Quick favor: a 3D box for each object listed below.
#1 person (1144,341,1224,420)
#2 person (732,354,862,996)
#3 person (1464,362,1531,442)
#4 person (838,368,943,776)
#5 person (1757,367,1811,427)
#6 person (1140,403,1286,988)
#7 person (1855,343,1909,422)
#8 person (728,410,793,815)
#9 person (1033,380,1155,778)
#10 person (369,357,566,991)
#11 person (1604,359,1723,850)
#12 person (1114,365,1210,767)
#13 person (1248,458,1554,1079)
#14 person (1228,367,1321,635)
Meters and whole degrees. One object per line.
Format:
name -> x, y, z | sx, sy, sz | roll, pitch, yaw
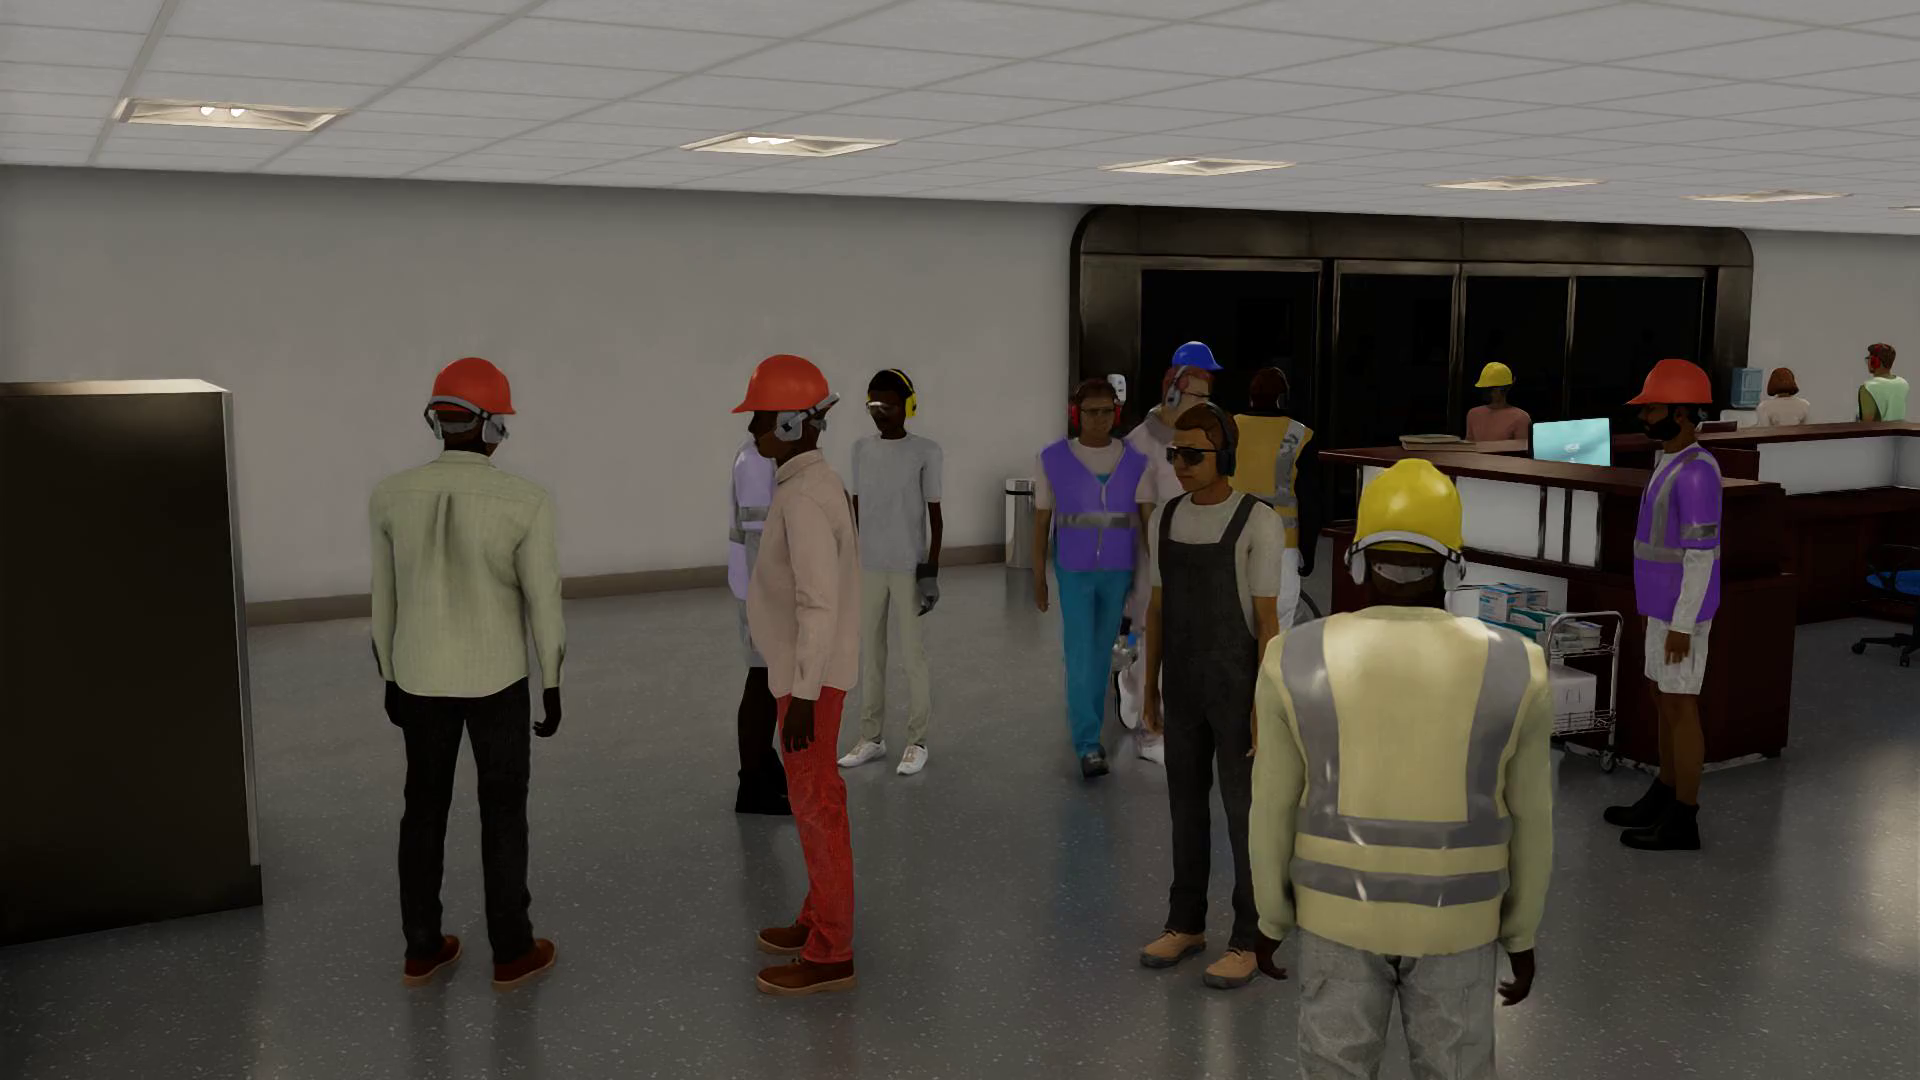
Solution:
person -> 1.311, -0.165, 9.591 | 0.606, 1.951, 0.379 | -7, 11, -42
person -> -0.504, 0.418, 5.222 | 0.396, 1.991, 0.623 | -1, 8, -4
person -> 3.802, -0.384, 11.864 | 0.329, 1.764, 0.524 | -7, 10, -40
person -> -0.323, 0.147, 7.659 | 0.508, 1.864, 0.329 | 4, 9, 26
person -> 7.168, -0.691, 14.548 | 0.498, 1.633, 0.284 | -1, 8, -9
person -> 0.789, 0.486, 5.308 | 0.508, 1.842, 0.352 | 8, 11, 44
person -> 7.933, -0.772, 14.370 | 0.564, 1.846, 0.390 | -5, 9, -30
person -> -0.785, 0.193, 7.093 | 0.389, 1.928, 0.550 | 0, 8, 4
person -> 0.658, 0.180, 7.633 | 0.571, 1.808, 0.901 | -2, 8, -15
person -> -1.540, 0.420, 5.262 | 0.623, 1.985, 0.425 | 1, 8, 6
person -> 2.797, 0.257, 6.579 | 0.370, 1.939, 0.543 | 2, 8, 13
person -> 0.949, 0.097, 7.974 | 0.661, 1.876, 0.722 | -7, 10, -40
person -> 0.888, 0.750, 3.401 | 0.592, 1.832, 0.404 | 2, 8, 12
person -> 1.595, 0.011, 8.761 | 0.627, 1.835, 0.429 | 5, 9, 30
